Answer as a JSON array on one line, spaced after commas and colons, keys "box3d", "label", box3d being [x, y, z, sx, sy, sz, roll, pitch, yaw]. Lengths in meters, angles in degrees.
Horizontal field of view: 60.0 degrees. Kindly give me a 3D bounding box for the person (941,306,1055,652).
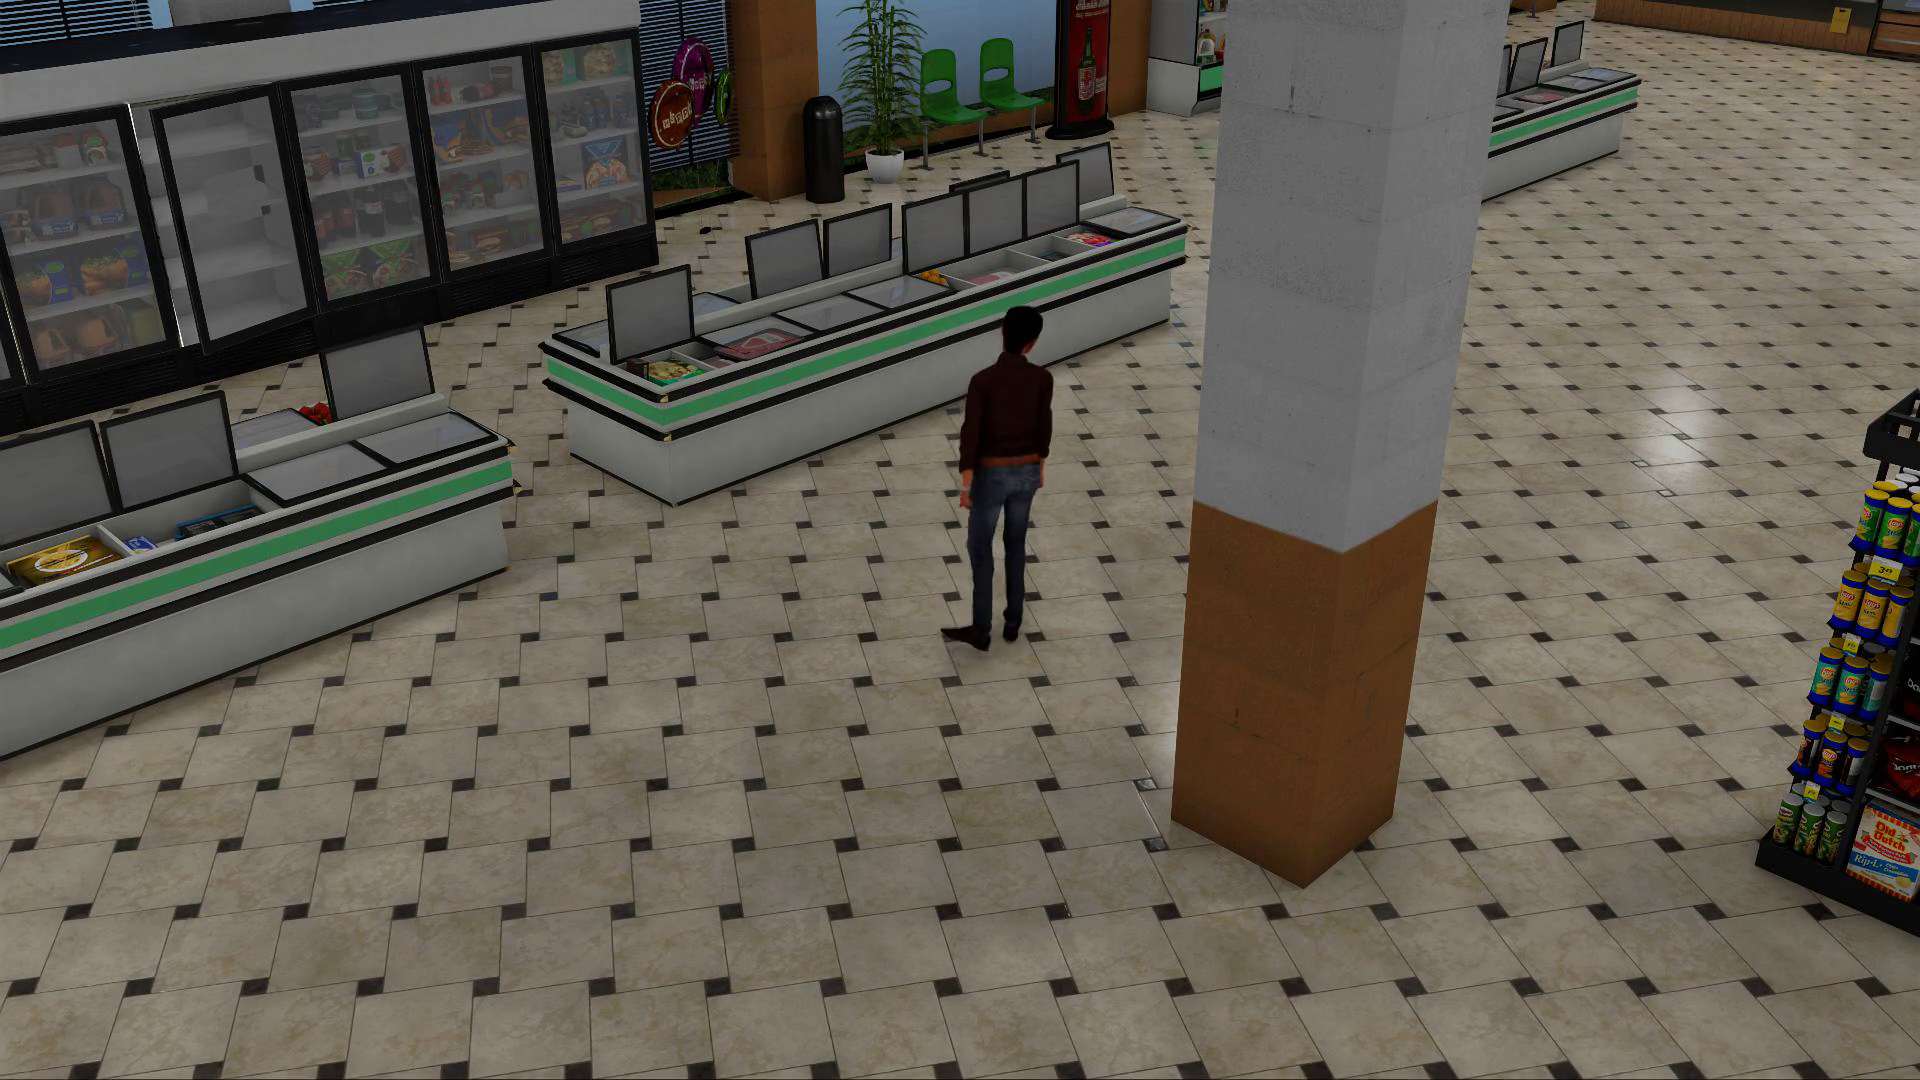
[{"box3d": [0.220, -0.270, 8.338, 0.720, 1.739, 0.929, -19, 32, -32], "label": "person"}]
